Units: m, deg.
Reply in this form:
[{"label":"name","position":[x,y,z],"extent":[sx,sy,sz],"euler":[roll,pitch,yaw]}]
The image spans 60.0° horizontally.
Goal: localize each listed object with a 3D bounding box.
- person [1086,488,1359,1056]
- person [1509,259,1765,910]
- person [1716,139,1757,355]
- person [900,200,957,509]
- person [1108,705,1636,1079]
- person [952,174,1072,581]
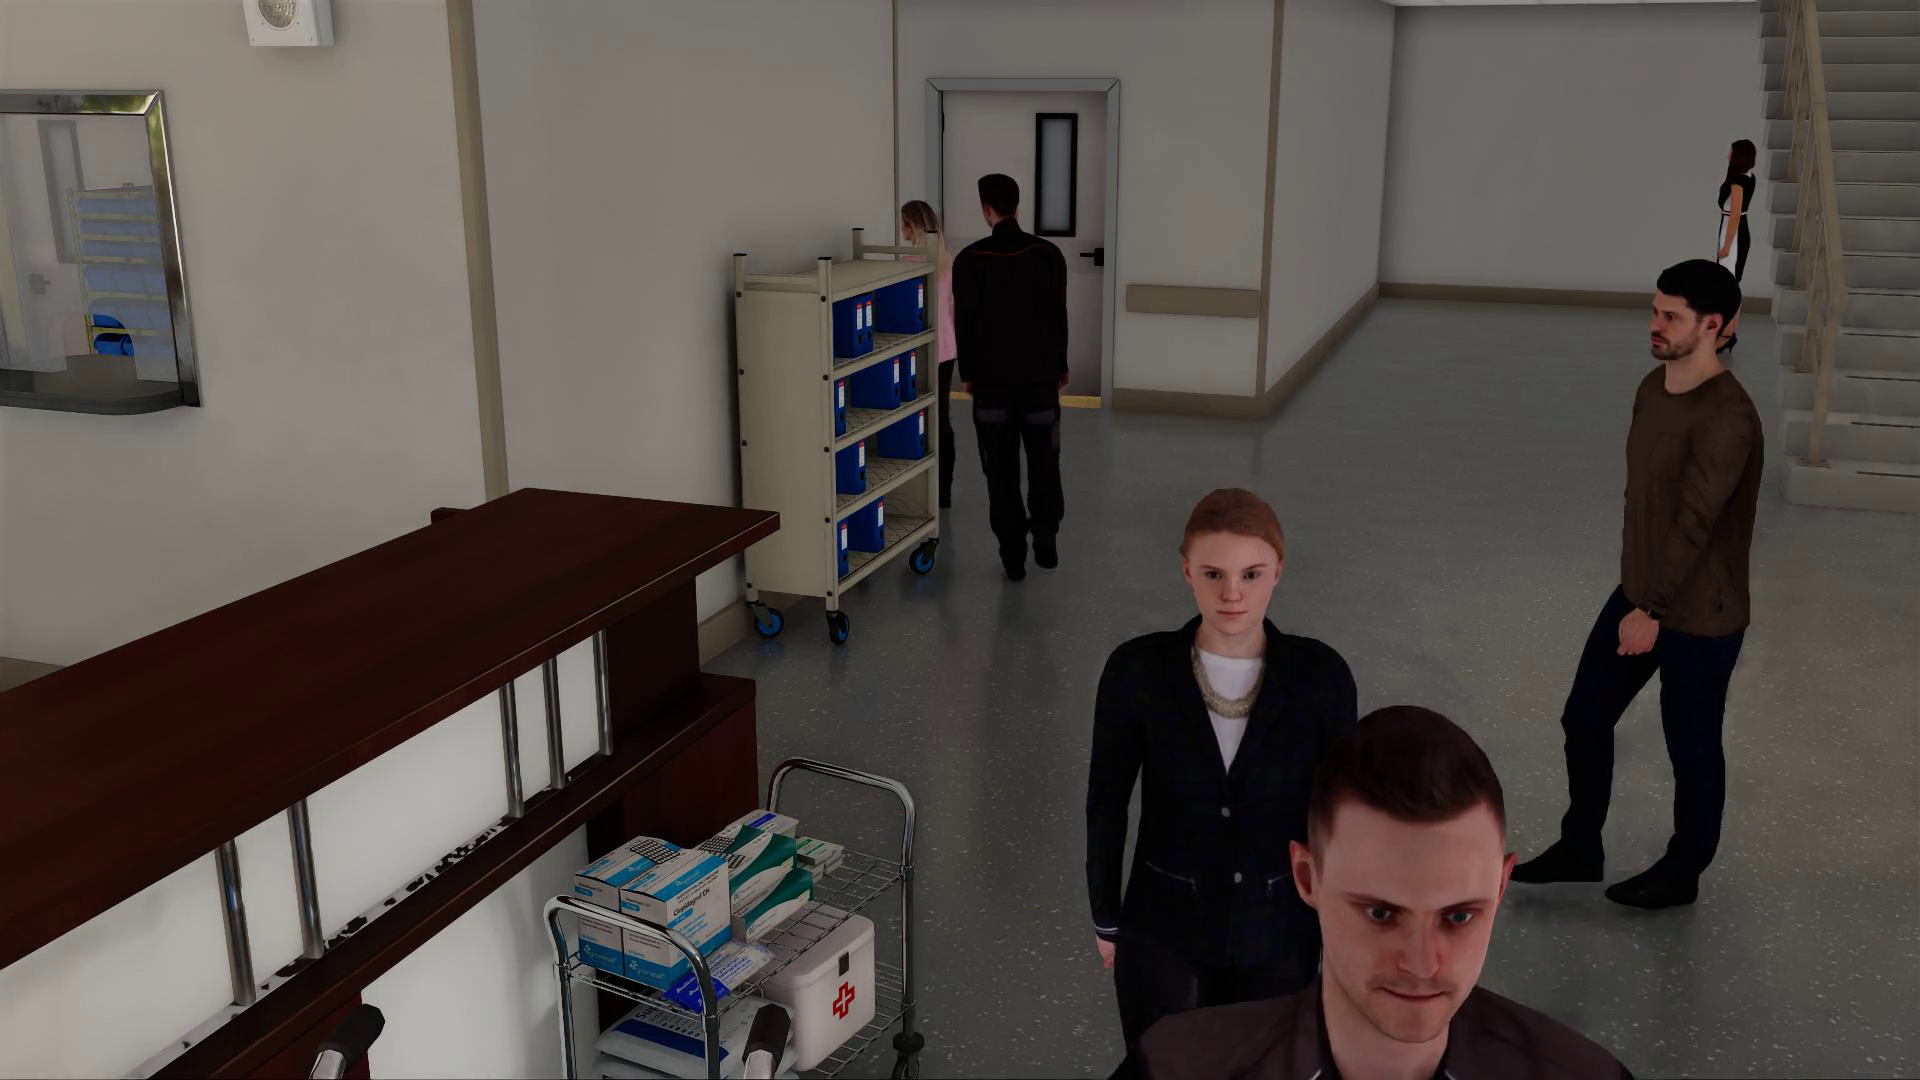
[{"label":"person","position":[0.466,0.706,3.041],"extent":[0.704,1.676,0.713],"euler":[0,16,-1]},{"label":"person","position":[2.054,0.168,4.595],"extent":[0.903,1.867,0.856],"euler":[-3,16,-11]},{"label":"person","position":[6.585,-2.491,14.161],"extent":[0.695,1.795,0.539],"euler":[12,20,37]},{"label":"person","position":[-0.142,-0.985,9.053],"extent":[0.745,1.668,0.823],"euler":[-13,20,-39]},{"label":"person","position":[0.385,0.989,1.762],"extent":[0.718,1.826,0.716],"euler":[3,16,12]},{"label":"person","position":[0.263,-0.718,7.694],"extent":[0.856,1.892,0.907],"euler":[0,16,-1]}]
